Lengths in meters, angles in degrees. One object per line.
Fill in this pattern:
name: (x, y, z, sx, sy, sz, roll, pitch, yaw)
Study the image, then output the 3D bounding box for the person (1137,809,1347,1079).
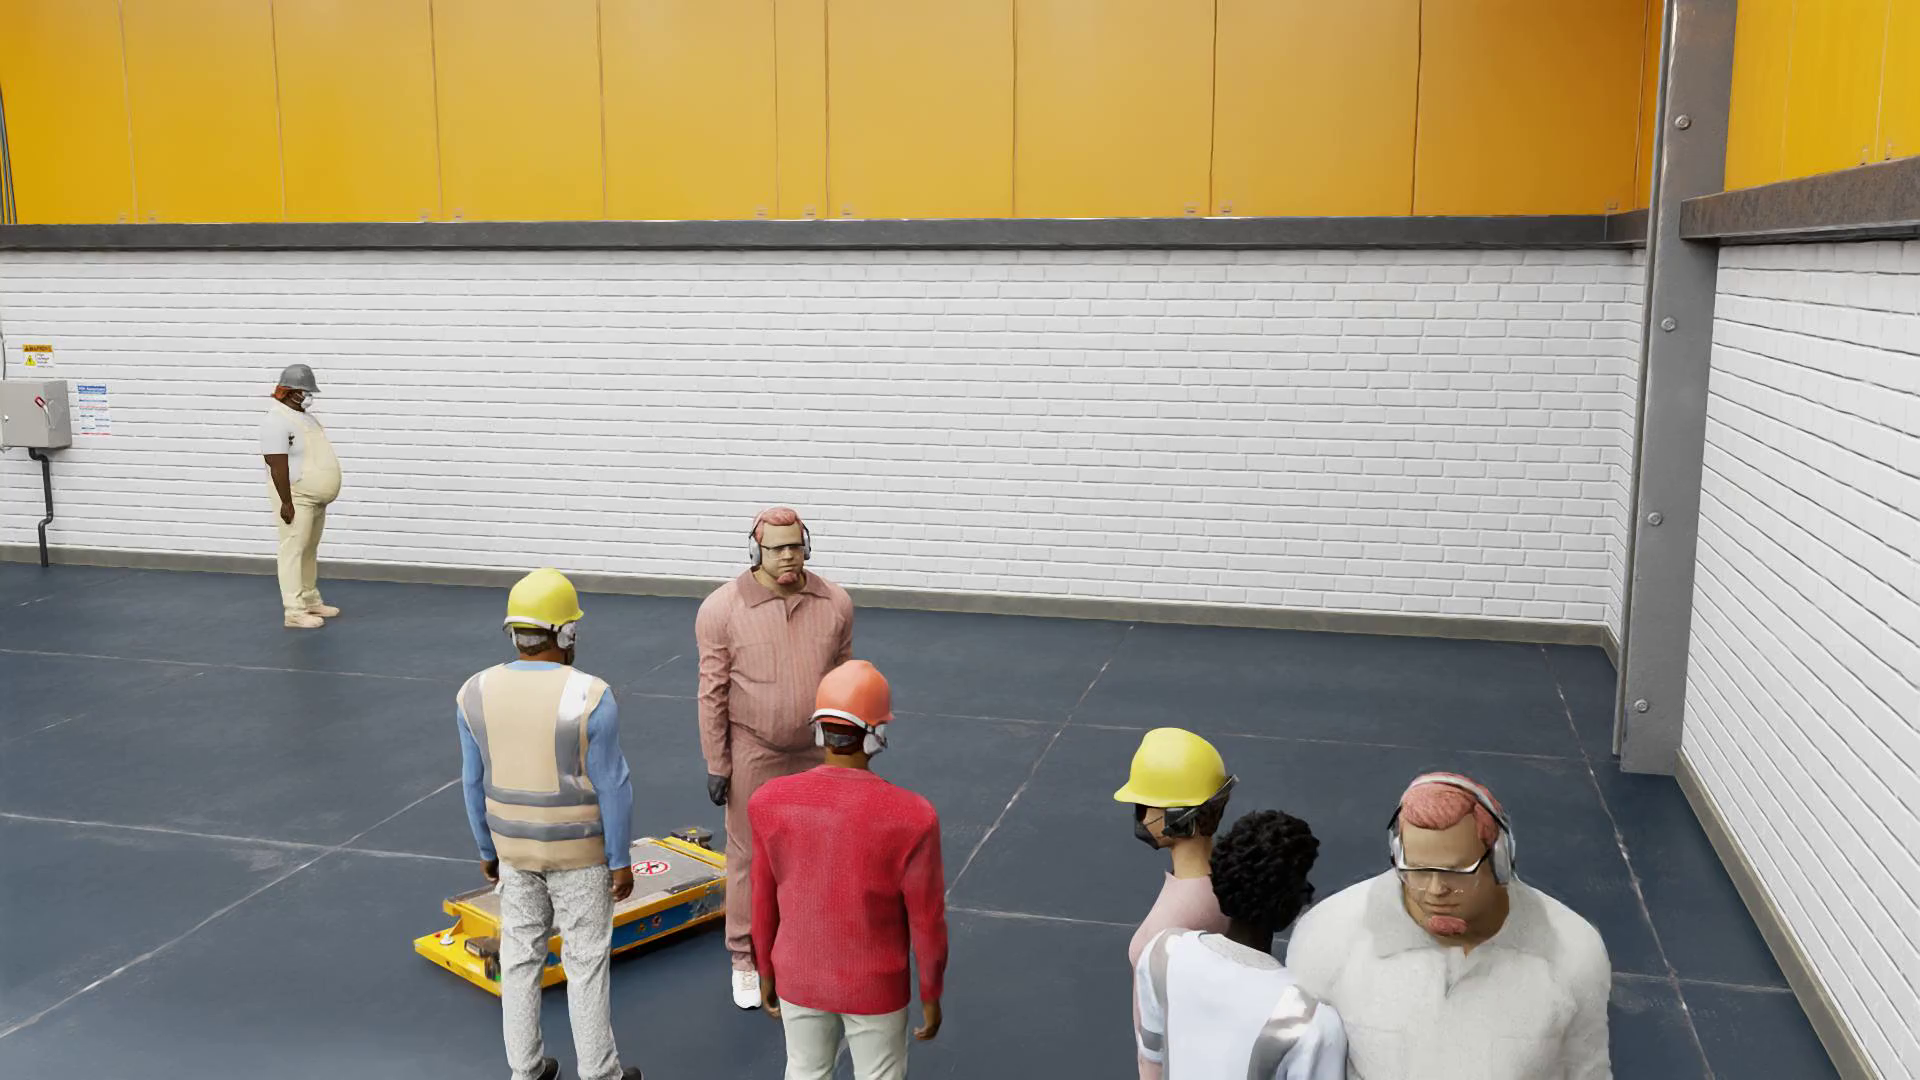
person: (0.596, 1.400, 3.569, 0.320, 1.686, 0.541, -9, 13, -42)

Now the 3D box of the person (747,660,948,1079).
person: (-0.304, 1.193, 4.630, 0.574, 1.742, 0.355, 3, 10, 16)

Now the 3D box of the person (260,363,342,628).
person: (-5.065, -0.359, 12.883, 0.536, 2.000, 0.686, 0, 10, -1)

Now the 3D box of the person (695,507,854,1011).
person: (-0.673, 0.817, 6.359, 0.641, 1.908, 0.408, -5, 11, -27)

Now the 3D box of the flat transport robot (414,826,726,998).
flat transport robot: (-1.479, 1.526, 6.990, 0.652, 0.197, 1.431, 9, 13, 42)

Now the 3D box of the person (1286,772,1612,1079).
person: (1.000, 1.347, 3.438, 0.688, 1.854, 1.033, 3, 10, 15)

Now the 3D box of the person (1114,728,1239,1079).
person: (0.520, 1.303, 3.932, 0.341, 1.759, 0.525, 4, 11, 24)

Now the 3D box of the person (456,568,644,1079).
person: (-1.337, 0.999, 5.501, 0.589, 1.834, 0.403, 3, 10, 16)
